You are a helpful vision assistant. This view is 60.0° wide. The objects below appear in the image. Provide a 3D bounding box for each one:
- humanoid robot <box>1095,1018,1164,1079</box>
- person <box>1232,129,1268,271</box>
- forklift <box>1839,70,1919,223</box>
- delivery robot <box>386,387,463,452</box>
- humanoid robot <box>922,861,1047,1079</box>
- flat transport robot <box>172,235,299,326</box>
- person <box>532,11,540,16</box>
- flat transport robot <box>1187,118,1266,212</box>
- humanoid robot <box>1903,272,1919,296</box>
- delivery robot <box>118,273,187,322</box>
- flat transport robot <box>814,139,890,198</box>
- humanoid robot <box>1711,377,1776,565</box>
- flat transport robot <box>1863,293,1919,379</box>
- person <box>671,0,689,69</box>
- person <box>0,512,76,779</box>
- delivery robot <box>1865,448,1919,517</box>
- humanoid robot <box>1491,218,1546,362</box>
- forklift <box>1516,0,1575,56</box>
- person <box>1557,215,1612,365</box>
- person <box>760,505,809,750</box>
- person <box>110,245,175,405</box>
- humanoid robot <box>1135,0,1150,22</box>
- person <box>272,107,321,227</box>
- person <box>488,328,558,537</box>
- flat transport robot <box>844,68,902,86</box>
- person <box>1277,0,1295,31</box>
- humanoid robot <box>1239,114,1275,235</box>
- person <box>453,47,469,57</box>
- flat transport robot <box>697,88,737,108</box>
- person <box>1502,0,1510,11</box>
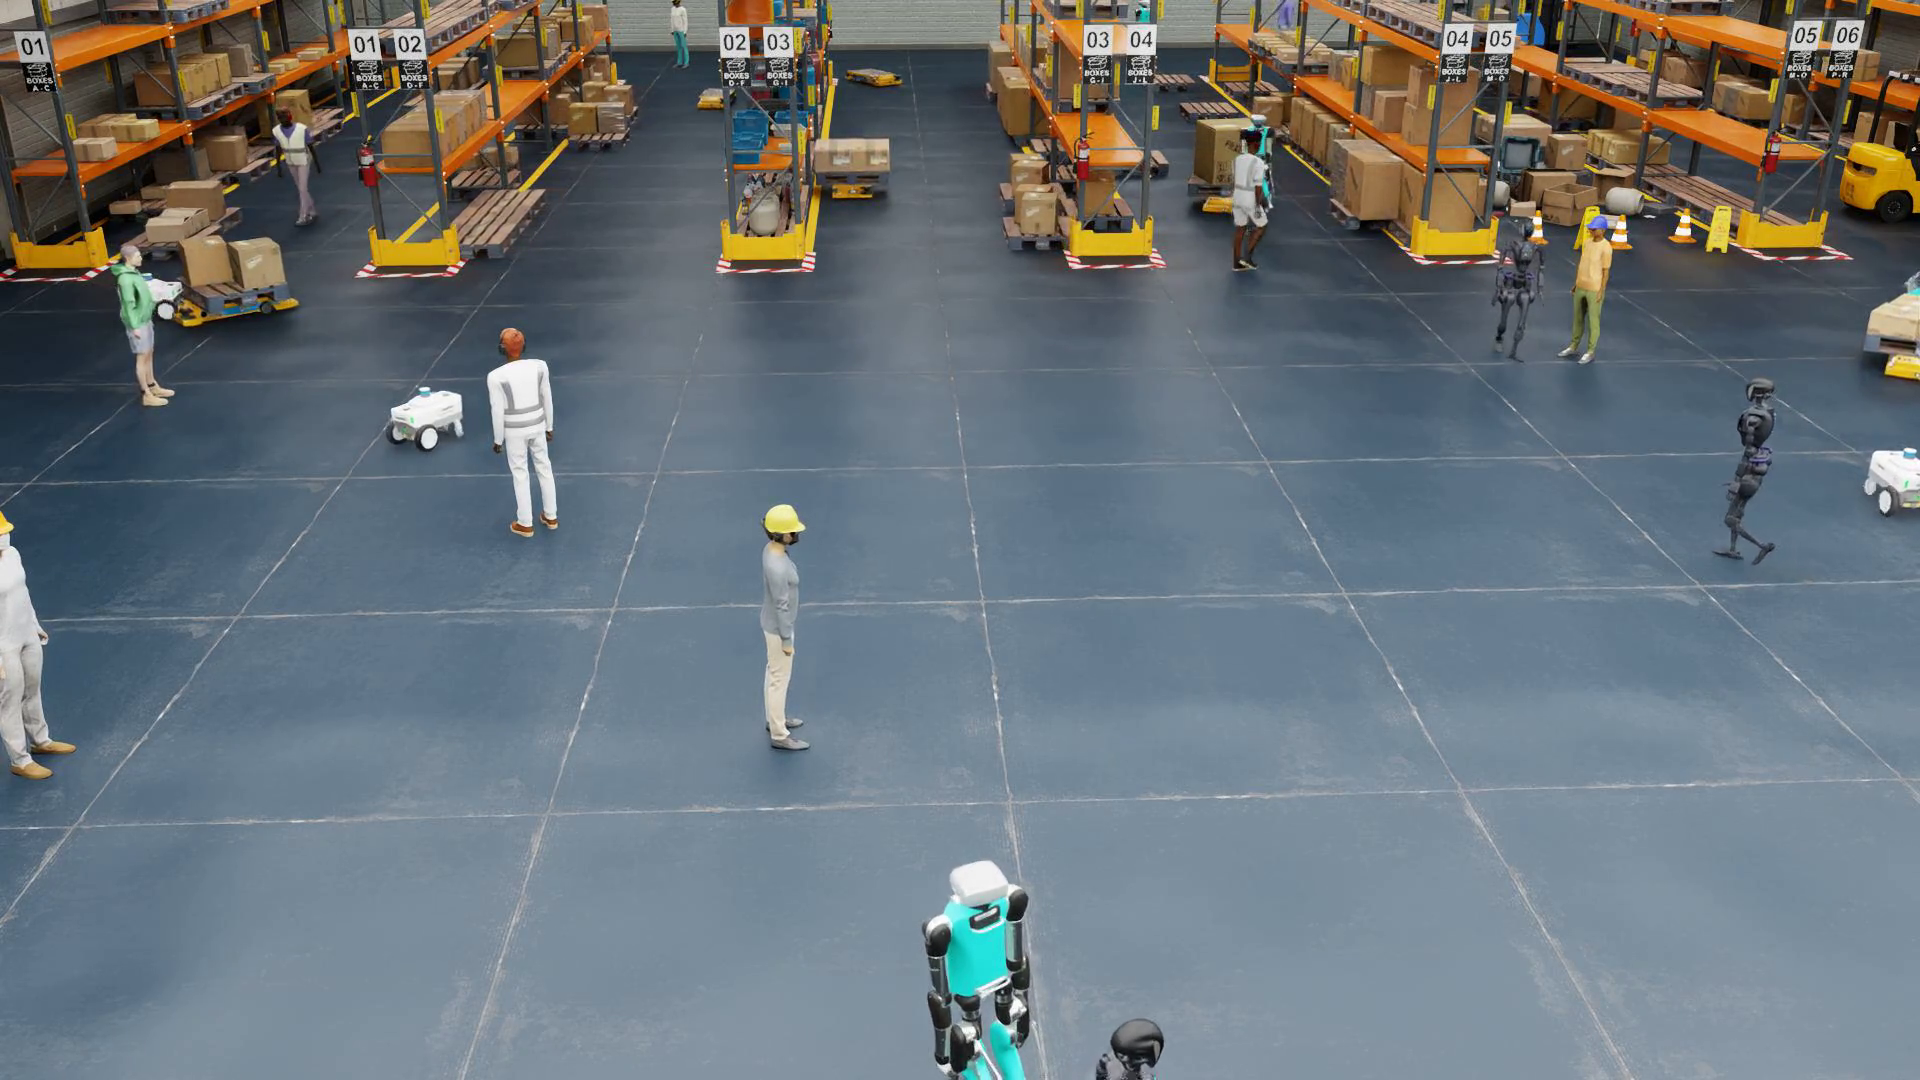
[{"bbox_3d":[0.704,2.654,6.770,0.363,1.645,0.589,-14,28,-29],"label":"humanoid robot"},{"bbox_3d":[3.982,-4.655,22.871,0.453,1.945,0.625,-15,28,-29],"label":"person"},{"bbox_3d":[15.132,-6.143,25.915,2.313,2.155,1.214,-1,24,-2],"label":"forklift"},{"bbox_3d":[-5.435,-1.239,16.921,0.507,0.608,0.779,13,27,28],"label":"delivery robot"},{"bbox_3d":[0.263,2.354,7.397,0.540,1.768,0.965,-16,29,-32],"label":"humanoid robot"},{"bbox_3d":[-9.283,-3.003,21.221,1.431,0.231,0.659,-19,30,-36],"label":"flat transport robot"},{"bbox_3d":[-10.472,-12.620,40.870,0.373,1.863,0.509,-4,24,-9],"label":"person"},{"bbox_3d":[4.322,-5.540,26.921,0.659,0.231,1.431,5,25,12],"label":"flat transport robot"},{"bbox_3d":[11.610,-3.228,19.862,0.697,1.750,0.530,14,28,29],"label":"humanoid robot"},{"bbox_3d":[-10.202,-3.069,21.007,0.785,0.587,0.499,-2,24,-4],"label":"delivery robot"},{"bbox_3d":[-1.788,-5.947,27.835,0.659,0.231,1.431,-1,24,-2],"label":"flat transport robot"},{"bbox_3d":[6.732,-0.579,14.034,0.473,1.644,0.590,14,28,29],"label":"humanoid robot"},{"bbox_3d":[11.148,-2.133,19.265,0.659,0.231,1.431,13,27,27],"label":"flat transport robot"},{"bbox_3d":[-6.839,-12.383,40.454,0.529,1.767,0.327,20,31,38],"label":"person"},{"bbox_3d":[-6.265,0.657,10.999,0.373,1.897,0.571,2,24,4],"label":"person"},{"bbox_3d":[8.710,-0.547,15.345,0.499,0.591,0.781,1,24,2],"label":"delivery robot"},{"bbox_3d":[6.490,-2.933,19.366,0.601,1.641,0.556,0,24,0],"label":"humanoid robot"},{"bbox_3d":[14.700,-13.805,42.301,1.873,2.768,1.129,-1,24,-2],"label":"forklift"},{"bbox_3d":[7.243,-2.890,19.185,0.354,1.718,0.445,-11,26,-23],"label":"person"},{"bbox_3d":[-1.195,0.578,11.331,0.327,1.767,0.528,-4,24,-9],"label":"person"},{"bbox_3d":[-8.798,-2.311,17.867,0.347,1.736,0.477,-3,24,-8],"label":"person"},{"bbox_3d":[4.139,-11.843,39.114,0.533,1.677,0.735,-18,30,-35],"label":"humanoid robot"},{"bbox_3d":[-10.142,-5.680,25.347,0.593,1.795,0.879,4,24,9],"label":"person"},{"bbox_3d":[-3.834,-0.947,14.618,0.572,1.883,0.354,-19,30,-36],"label":"person"},{"bbox_3d":[-2.020,-10.733,38.590,0.659,0.231,1.431,-17,29,-34],"label":"flat transport robot"},{"bbox_3d":[8.040,-12.794,41.368,0.644,1.775,0.635,-5,24,-11],"label":"person"},{"bbox_3d":[4.456,-5.393,24.752,0.533,1.775,0.671,-6,25,-12],"label":"humanoid robot"},{"bbox_3d":[-11.366,-11.087,37.627,0.531,1.696,0.319,2,24,5],"label":"person"},{"bbox_3d":[-5.239,-9.538,35.904,0.659,0.231,1.431,0,24,1],"label":"flat transport robot"},{"bbox_3d":[12.898,-12.100,39.762,0.654,1.809,0.576,18,30,35],"label":"person"}]
